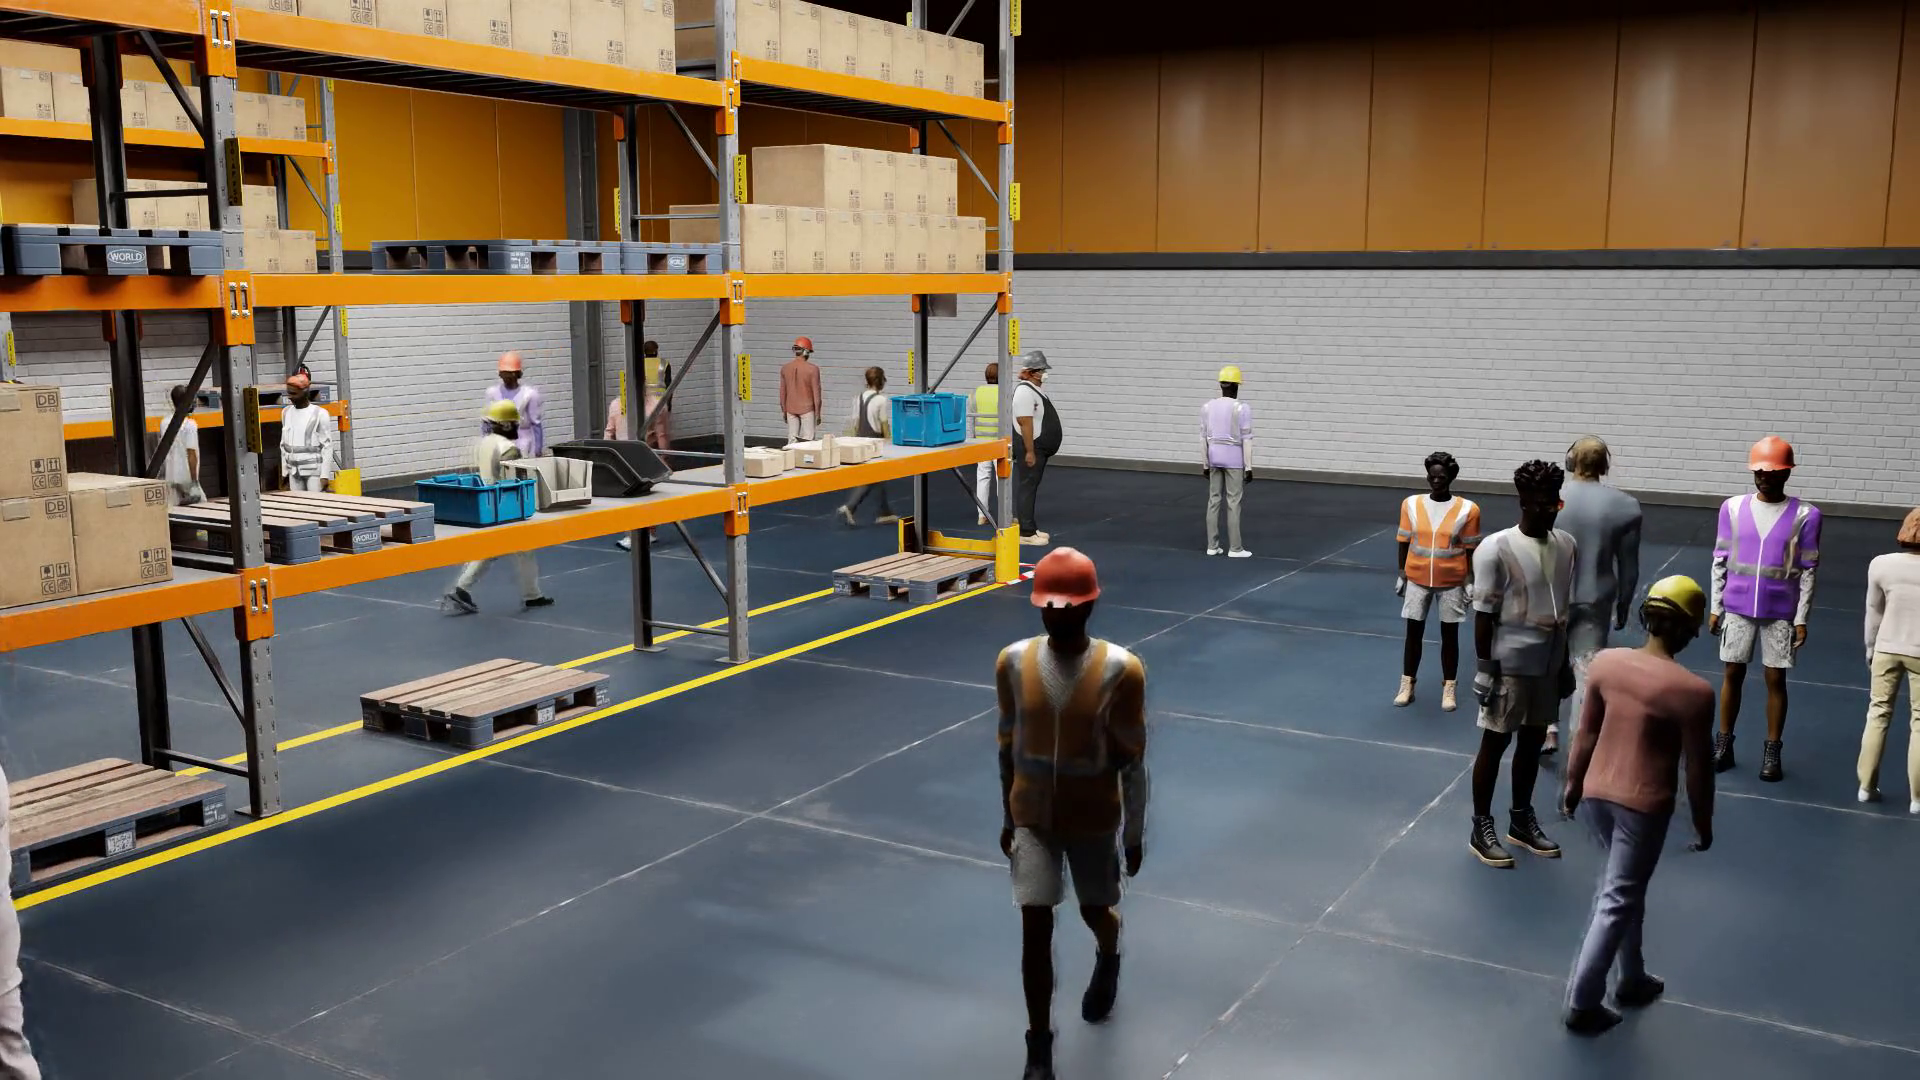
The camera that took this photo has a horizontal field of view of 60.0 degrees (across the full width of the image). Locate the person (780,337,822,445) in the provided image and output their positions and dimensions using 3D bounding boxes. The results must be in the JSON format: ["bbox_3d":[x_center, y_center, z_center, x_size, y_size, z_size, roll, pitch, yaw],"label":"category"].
[{"bbox_3d":[-2.136,-1.748,22.512,0.612,1.982,0.407,4,10,24],"label":"person"}]

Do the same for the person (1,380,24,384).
[{"bbox_3d":[-8.705,-0.541,15.337,0.534,1.868,0.310,6,11,32],"label":"person"}]

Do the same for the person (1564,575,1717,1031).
[{"bbox_3d":[2.583,0.984,6.246,0.730,1.713,0.542,-4,10,-26],"label":"person"}]

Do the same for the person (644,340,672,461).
[{"bbox_3d":[-4.629,-2.074,25.000,0.623,1.841,0.430,0,9,-3],"label":"person"}]

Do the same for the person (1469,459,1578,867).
[{"bbox_3d":[2.726,0.582,8.017,0.614,1.963,0.362,-5,10,-26],"label":"person"}]

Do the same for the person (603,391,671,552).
[{"bbox_3d":[-3.364,-0.811,17.065,0.650,1.857,0.983,4,10,25],"label":"person"}]

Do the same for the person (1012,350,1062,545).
[{"bbox_3d":[0.809,-0.976,17.512,0.536,2.000,0.672,1,9,7],"label":"person"}]

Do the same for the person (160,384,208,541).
[{"bbox_3d":[-7.300,-0.555,15.614,0.514,1.817,1.014,4,10,25],"label":"person"}]

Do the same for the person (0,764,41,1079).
[{"bbox_3d":[-2.924,1.175,4.564,0.843,1.875,0.664,-7,12,-38],"label":"person"}]

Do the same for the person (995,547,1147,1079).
[{"bbox_3d":[0.406,0.946,5.951,0.551,1.911,0.899,3,9,17],"label":"person"}]

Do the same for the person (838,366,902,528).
[{"bbox_3d":[-1.021,-1.042,18.646,0.872,1.814,0.519,-7,12,-38],"label":"person"}]

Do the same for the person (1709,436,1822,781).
[{"bbox_3d":[4.501,0.383,9.353,0.545,1.939,0.354,7,11,35],"label":"person"}]

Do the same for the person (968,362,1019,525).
[{"bbox_3d":[0.403,-1.075,18.746,0.626,1.846,0.429,5,10,29],"label":"person"}]

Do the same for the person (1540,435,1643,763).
[{"bbox_3d":[3.538,0.361,9.536,0.640,1.921,0.451,2,9,15],"label":"person"}]

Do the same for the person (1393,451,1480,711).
[{"bbox_3d":[3.097,0.266,10.830,0.530,1.697,0.321,4,10,25],"label":"person"}]

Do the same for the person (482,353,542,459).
[{"bbox_3d":[-4.832,-1.041,18.088,0.614,2.003,1.027,2,9,13],"label":"person"}]

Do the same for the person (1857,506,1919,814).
[{"bbox_3d":[5.042,0.626,8.813,0.285,1.626,0.494,-7,12,-39],"label":"person"}]

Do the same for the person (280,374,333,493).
[{"bbox_3d":[-6.271,-0.647,15.937,0.572,1.887,0.354,4,10,22],"label":"person"}]

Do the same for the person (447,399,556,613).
[{"bbox_3d":[-3.864,-0.277,13.901,0.842,1.806,0.599,-7,12,-39],"label":"person"}]

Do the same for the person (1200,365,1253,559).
[{"bbox_3d":[2.673,-0.777,16.620,0.585,1.928,0.366,8,12,40],"label":"person"}]
